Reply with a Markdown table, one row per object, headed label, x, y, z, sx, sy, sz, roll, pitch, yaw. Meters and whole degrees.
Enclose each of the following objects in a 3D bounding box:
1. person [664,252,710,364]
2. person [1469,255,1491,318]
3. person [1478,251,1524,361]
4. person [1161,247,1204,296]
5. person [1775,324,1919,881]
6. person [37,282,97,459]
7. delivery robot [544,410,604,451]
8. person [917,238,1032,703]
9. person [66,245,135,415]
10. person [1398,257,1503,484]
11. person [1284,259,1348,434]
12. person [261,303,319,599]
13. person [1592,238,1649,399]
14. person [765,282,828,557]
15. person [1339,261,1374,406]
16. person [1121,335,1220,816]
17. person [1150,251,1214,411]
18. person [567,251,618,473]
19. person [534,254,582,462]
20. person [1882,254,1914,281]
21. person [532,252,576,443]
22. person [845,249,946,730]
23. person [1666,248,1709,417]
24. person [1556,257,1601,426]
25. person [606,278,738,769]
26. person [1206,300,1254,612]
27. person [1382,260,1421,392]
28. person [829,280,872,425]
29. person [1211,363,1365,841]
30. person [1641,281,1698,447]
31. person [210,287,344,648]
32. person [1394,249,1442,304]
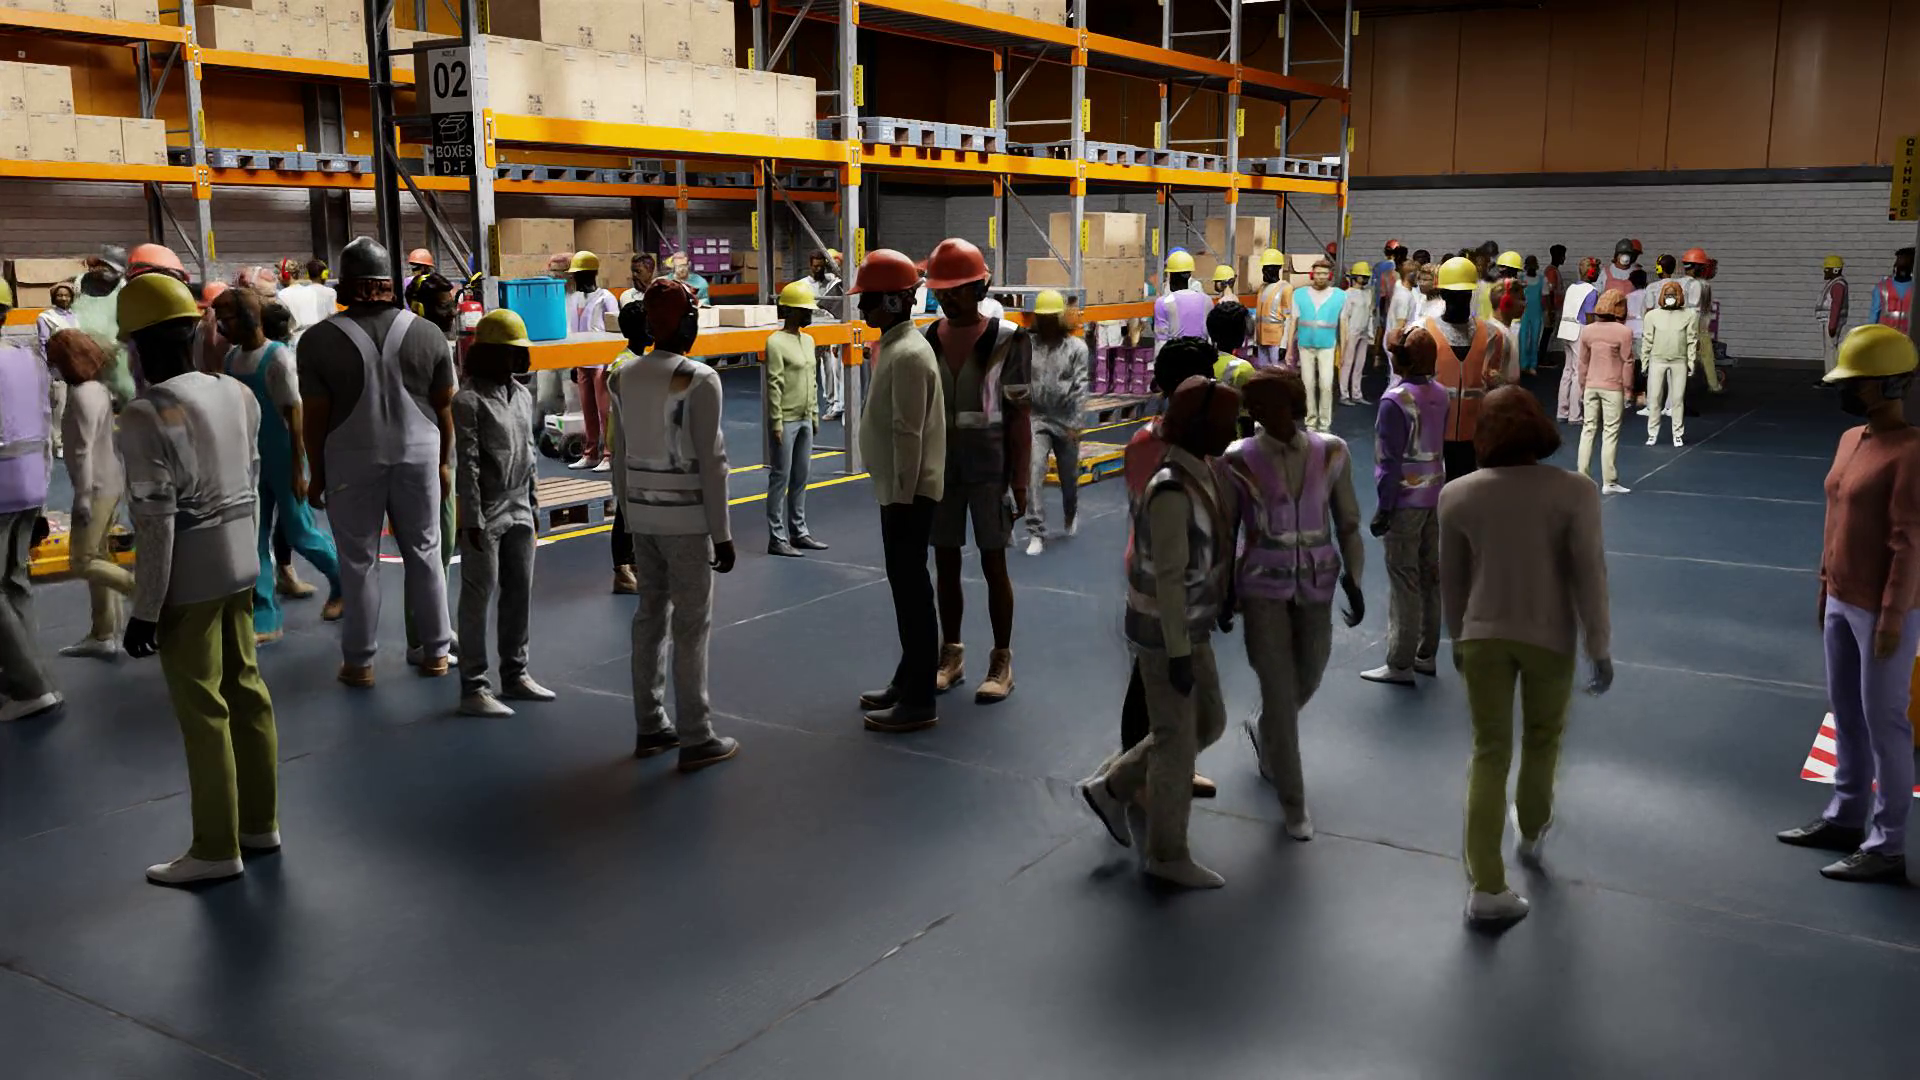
| label | x | y | z | sx | sy | sz | roll | pitch | yaw |
| --- | --- | --- | --- | --- | --- | --- | --- | --- | --- |
| person | -3.264 | -2.459 | 19.676 | 0.660 | 1.885 | 0.451 | -4 | 11 | -19 |
| person | 6.525 | -2.662 | 20.956 | 0.411 | 1.830 | 0.524 | -3 | 11 | -17 |
| person | 5.511 | -1.972 | 16.942 | 0.423 | 1.909 | 0.585 | -3 | 11 | -18 |
| person | 2.361 | -2.187 | 18.004 | 0.399 | 1.945 | 0.615 | -7 | 13 | -35 |
| person | 2.879 | 0.198 | 5.310 | 0.321 | 1.766 | 0.523 | 0 | 10 | 2 |
| person | -8.300 | -1.576 | 15.481 | 0.307 | 1.636 | 0.525 | 5 | 11 | 25 |
| delivery robot | -3.470 | -1.069 | 15.411 | 0.707 | 0.478 | 0.477 | -9 | 13 | -40 |
| person | 0.013 | -0.296 | 7.322 | 0.612 | 2.029 | 0.407 | 4 | 11 | 22 |
| person | -8.155 | -1.820 | 15.715 | 0.779 | 2.000 | 0.534 | -1 | 10 | -6 |
| person | 2.737 | -0.607 | 9.309 | 0.587 | 1.928 | 0.363 | -1 | 10 | -6 |
| person | 3.577 | -1.905 | 16.781 | 0.582 | 1.826 | 0.683 | 4 | 11 | 20 |
| person | -3.880 | -0.498 | 9.400 | 0.498 | 1.662 | 0.605 | -3 | 11 | -16 |
| person | 8.426 | -2.818 | 21.246 | 0.683 | 2.000 | 0.538 | 2 | 10 | 12 |
| person | -1.056 | -0.773 | 10.705 | 0.338 | 1.761 | 0.524 | 5 | 11 | 26 |
| person | 4.866 | -2.512 | 20.329 | 0.528 | 1.764 | 0.333 | -9 | 13 | -40 |
| person | 0.763 | 0.122 | 5.899 | 0.317 | 1.697 | 0.540 | 7 | 12 | 34 |
| person | 1.840 | -1.438 | 13.907 | 0.586 | 1.930 | 0.359 | -6 | 12 | -31 |
| person | -3.223 | -1.553 | 14.549 | 0.593 | 1.924 | 0.381 | 8 | 13 | 39 |
| person | -3.623 | -1.662 | 15.232 | 0.661 | 1.890 | 0.450 | 3 | 11 | 15 |
| person | 12.574 | -2.901 | 22.265 | 0.634 | 1.839 | 0.429 | 1 | 10 | 4 |
| person | -3.797 | -1.779 | 15.853 | 0.555 | 1.911 | 0.491 | 8 | 13 | 39 |
| person | -0.264 | -0.209 | 6.951 | 0.407 | 1.986 | 0.616 | -1 | 10 | -7 |
| person | 8.361 | -2.376 | 19.117 | 0.387 | 1.929 | 0.543 | -1 | 10 | -5 |
| person | 6.751 | -2.156 | 18.159 | 0.394 | 1.836 | 0.561 | -1 | 10 | -5 |
| person | -1.106 | -0.061 | 6.419 | 0.576 | 1.880 | 0.358 | 8 | 13 | 38 |
| person | 1.442 | -0.456 | 9.109 | 0.315 | 1.696 | 0.540 | -6 | 12 | -29 |
| person | 4.428 | -1.893 | 16.728 | 0.383 | 1.829 | 0.566 | 2 | 10 | 11 |
| person | -1.139 | -2.188 | 18.130 | 0.599 | 1.909 | 0.401 | -6 | 12 | -29 |
| person | 1.135 | 0.172 | 5.886 | 0.529 | 1.605 | 0.770 | -2 | 10 | -9 |
| person | 6.965 | -1.728 | 16.363 | 0.504 | 1.623 | 0.292 | 4 | 11 | 22 |
| person | -3.431 | -0.381 | 8.444 | 0.532 | 1.802 | 0.847 | 5 | 11 | 25 |
| person | 5.087 | -2.253 | 18.456 | 0.590 | 1.918 | 0.386 | 3 | 11 | 16 |
